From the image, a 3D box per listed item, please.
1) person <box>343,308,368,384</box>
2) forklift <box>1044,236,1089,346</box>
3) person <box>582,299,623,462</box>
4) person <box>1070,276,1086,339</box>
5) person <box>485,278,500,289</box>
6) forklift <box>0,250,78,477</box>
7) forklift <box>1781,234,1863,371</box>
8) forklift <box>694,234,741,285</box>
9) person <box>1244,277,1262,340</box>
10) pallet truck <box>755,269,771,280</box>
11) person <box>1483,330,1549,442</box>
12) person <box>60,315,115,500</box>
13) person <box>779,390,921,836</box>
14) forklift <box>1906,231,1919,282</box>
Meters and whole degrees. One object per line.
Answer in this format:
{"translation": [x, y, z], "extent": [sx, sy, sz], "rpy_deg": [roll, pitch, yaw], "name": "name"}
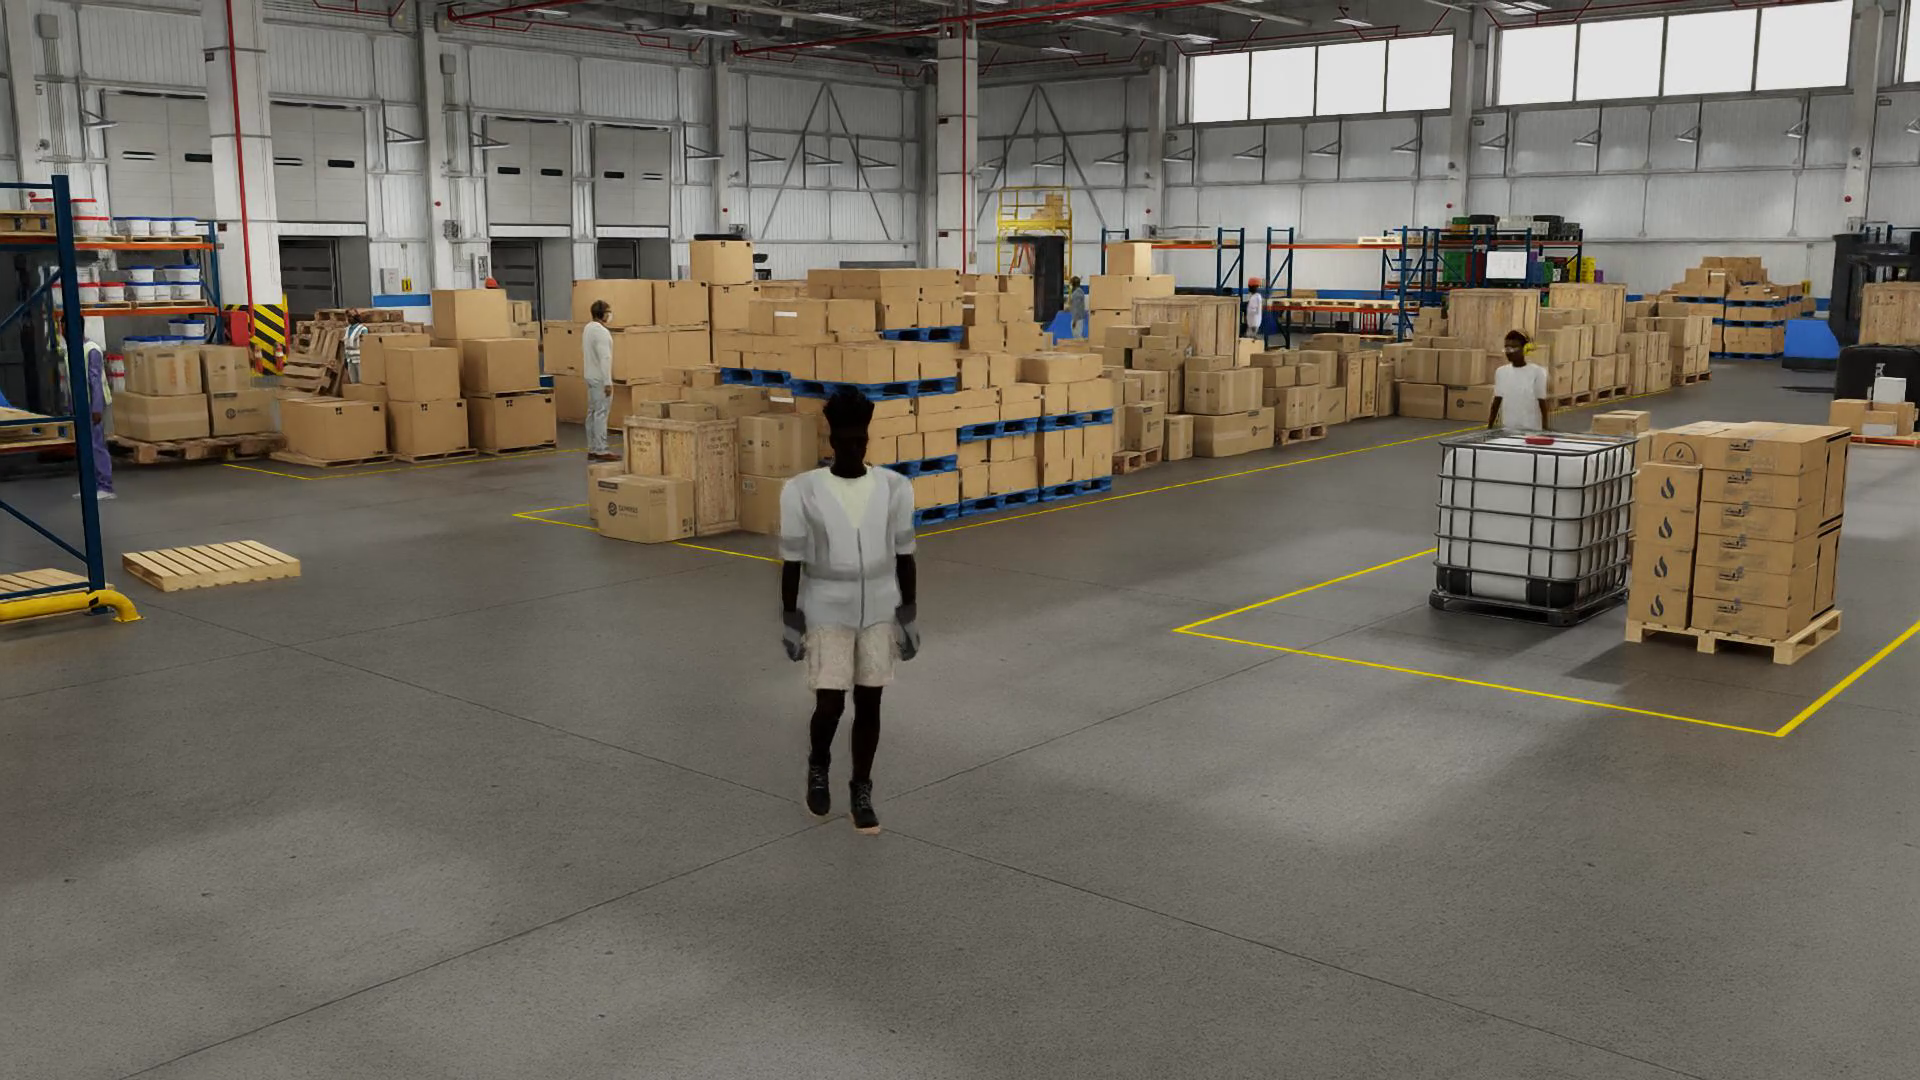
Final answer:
{"translation": [-9.175, -2.702, 25.306], "extent": [0.525, 1.639, 0.307], "rpy_deg": [7, 12, 33], "name": "person"}
{"translation": [2.208, -5.630, 38.448], "extent": [1.873, 2.768, 1.129], "rpy_deg": [2, 10, 14], "name": "forklift"}
{"translation": [-4.305, -1.898, 19.879], "extent": [0.371, 1.939, 0.629], "rpy_deg": [-6, 12, -30], "name": "person"}
{"translation": [2.567, -4.821, 36.526], "extent": [0.369, 1.936, 0.630], "rpy_deg": [2, 10, 12], "name": "person"}
{"translation": [-9.505, -4.352, 33.861], "extent": [0.368, 1.933, 0.553], "rpy_deg": [3, 11, 19], "name": "person"}
{"translation": [-10.689, -2.096, 18.325], "extent": [1.129, 2.768, 1.873], "rpy_deg": [8, 13, 40], "name": "forklift"}
{"translation": [17.999, -4.836, 33.925], "extent": [1.873, 2.768, 1.129], "rpy_deg": [8, 13, 40], "name": "forklift"}
{"translation": [-4.871, -4.776, 33.586], "extent": [1.129, 2.768, 1.873], "rpy_deg": [5, 11, 26], "name": "forklift"}
{"translation": [6.331, -4.670, 35.707], "extent": [0.474, 1.922, 0.552], "rpy_deg": [5, 11, 24], "name": "person"}
{"translation": [-4.996, -6.432, 45.525], "extent": [1.885, 1.965, 0.823], "rpy_deg": [-6, 12, -32], "name": "pallet truck"}
{"translation": [4.815, -0.903, 14.518], "extent": [0.843, 1.832, 0.511], "rpy_deg": [-6, 12, -33], "name": "person"}
{"translation": [-8.860, -1.357, 16.906], "extent": [0.597, 1.908, 0.392], "rpy_deg": [8, 13, 38], "name": "person"}
{"translation": [-0.467, 0.322, 7.219], "extent": [0.606, 1.951, 0.411], "rpy_deg": [-4, 11, -20], "name": "person"}
{"translation": [16.249, -3.811, 28.090], "extent": [1.873, 2.768, 1.129], "rpy_deg": [2, 10, 14], "name": "forklift"}
